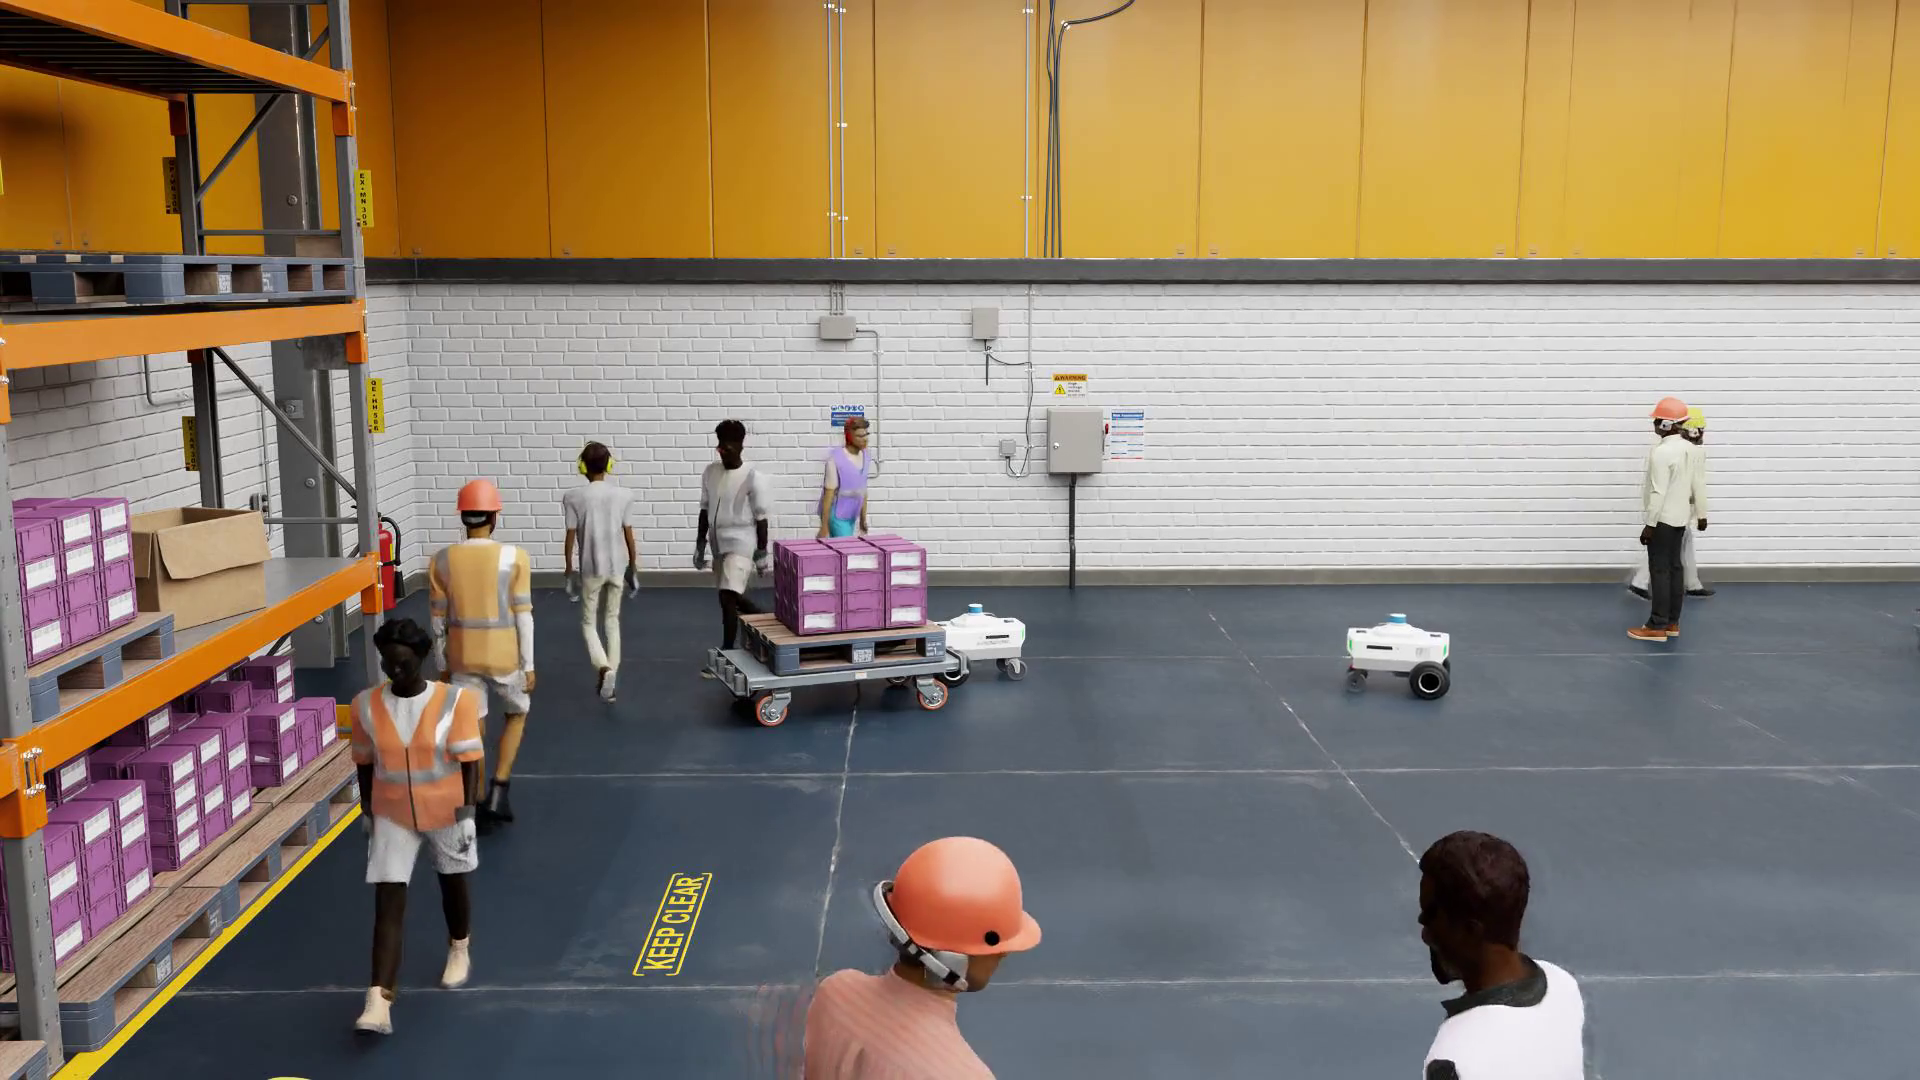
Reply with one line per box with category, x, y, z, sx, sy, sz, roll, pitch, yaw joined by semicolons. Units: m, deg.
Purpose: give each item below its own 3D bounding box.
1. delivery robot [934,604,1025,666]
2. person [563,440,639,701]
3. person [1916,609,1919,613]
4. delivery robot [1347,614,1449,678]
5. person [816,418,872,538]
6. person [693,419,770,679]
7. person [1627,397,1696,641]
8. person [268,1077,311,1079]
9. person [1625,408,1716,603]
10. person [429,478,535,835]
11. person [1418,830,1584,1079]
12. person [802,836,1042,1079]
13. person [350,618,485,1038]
delivery robot;0.115;0.716;12.290;0.707;0.478;0.477;-3;10;-15
person;-2.476;0.239;11.548;0.526;1.848;0.556;-4;10;-24
person;8.705;-0.146;14.580;0.464;1.620;0.524;-3;10;-15
delivery robot;3.140;0.773;11.940;0.707;0.478;0.477;3;10;16
person;-1.029;-0.163;14.254;0.683;1.787;0.572;4;10;25
person;-1.652;0.034;12.547;0.618;1.934;0.835;7;12;38
person;5.757;-0.172;13.612;0.608;1.997;0.356;-9;13;-44
person;-1.017;1.706;2.602;0.586;1.833;0.404;1;9;4
person;6.505;-0.312;15.133;0.926;1.791;0.608;-1;9;-6
person;-2.549;0.627;8.927;0.559;1.921;0.406;0;9;0
person;1.098;1.536;3.448;0.447;1.898;0.605;5;11;30
person;-0.138;1.539;3.308;0.659;1.949;0.636;-8;12;-41
person;-2.193;1.128;6.709;0.552;1.637;0.914;-1;9;-5
